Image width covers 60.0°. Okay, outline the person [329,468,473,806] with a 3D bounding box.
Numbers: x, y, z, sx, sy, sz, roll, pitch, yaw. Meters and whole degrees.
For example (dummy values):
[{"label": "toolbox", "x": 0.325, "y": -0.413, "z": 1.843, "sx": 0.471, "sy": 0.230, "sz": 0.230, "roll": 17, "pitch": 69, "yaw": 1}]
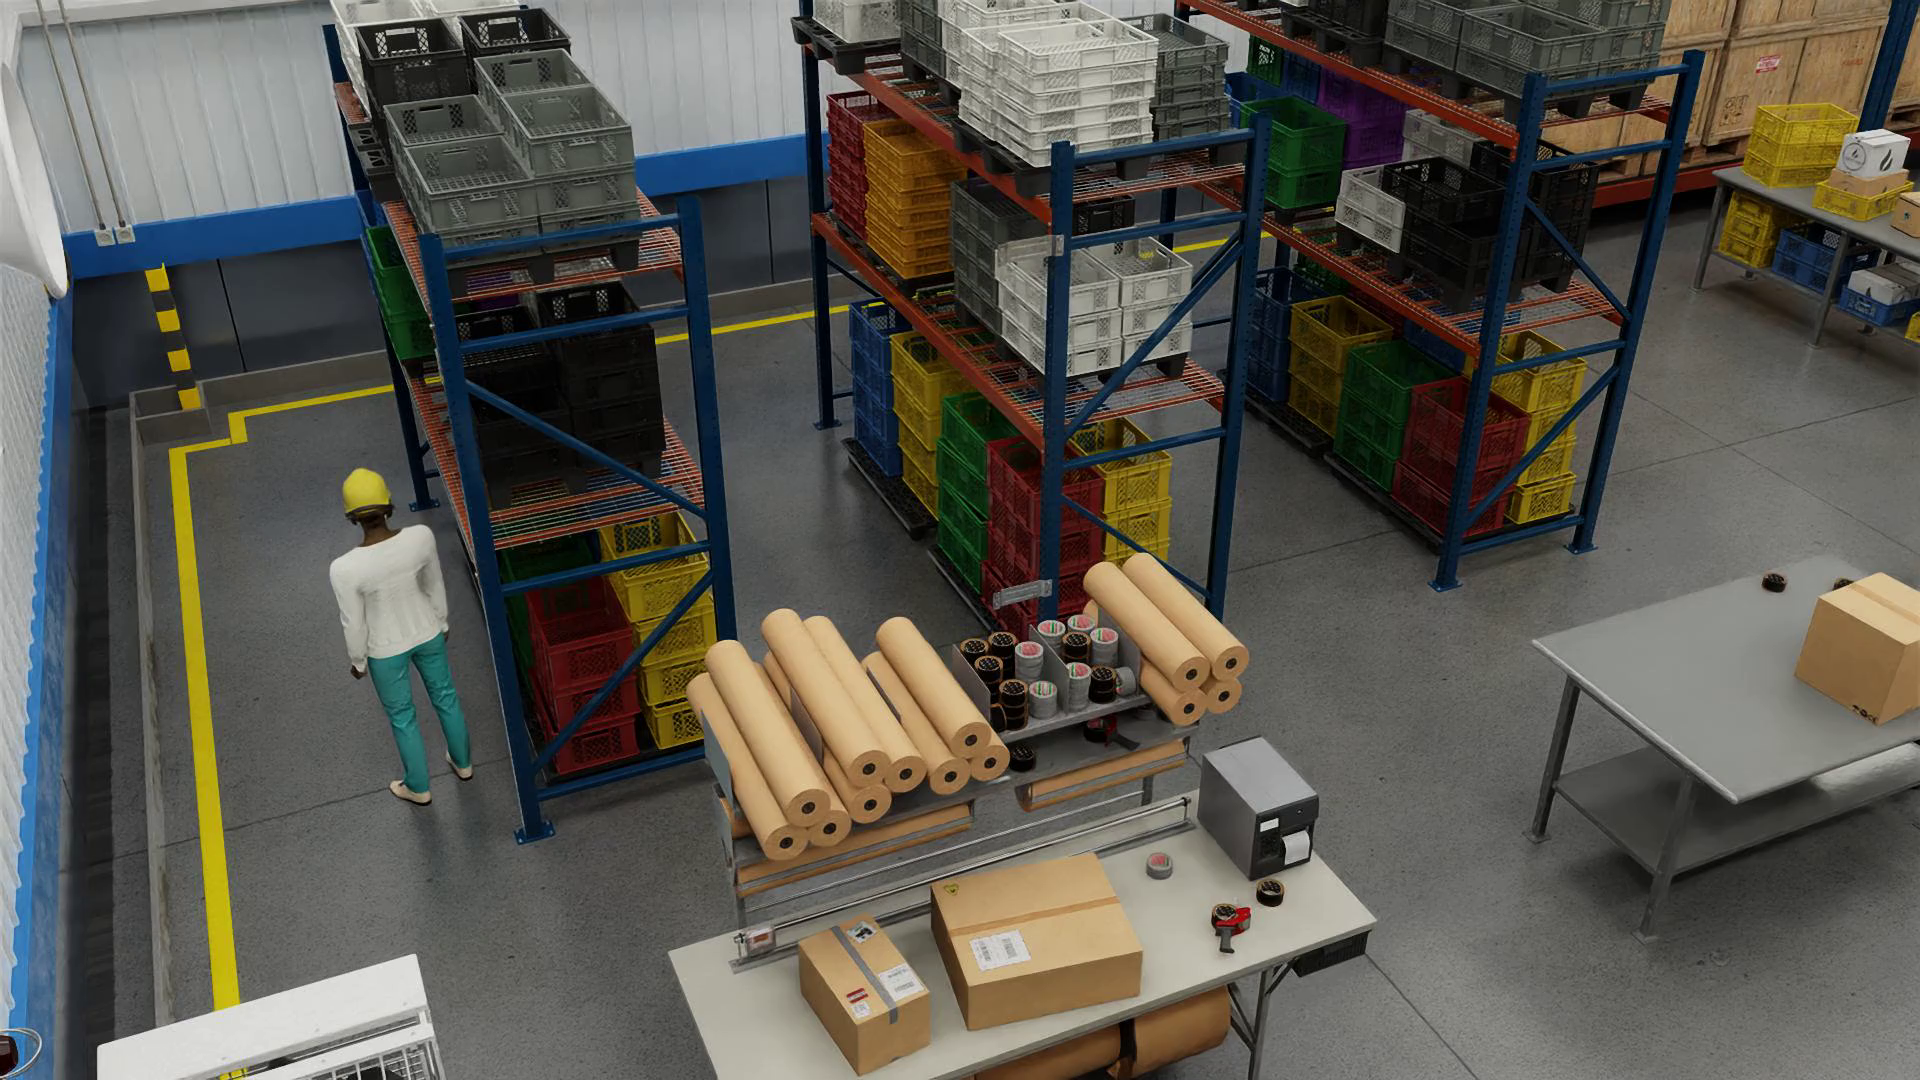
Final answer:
[{"label": "person", "x": -2.627, "y": 0.466, "z": 7.787, "sx": 0.326, "sy": 1.765, "sz": 0.525, "roll": 27, "pitch": 40, "yaw": 36}]
